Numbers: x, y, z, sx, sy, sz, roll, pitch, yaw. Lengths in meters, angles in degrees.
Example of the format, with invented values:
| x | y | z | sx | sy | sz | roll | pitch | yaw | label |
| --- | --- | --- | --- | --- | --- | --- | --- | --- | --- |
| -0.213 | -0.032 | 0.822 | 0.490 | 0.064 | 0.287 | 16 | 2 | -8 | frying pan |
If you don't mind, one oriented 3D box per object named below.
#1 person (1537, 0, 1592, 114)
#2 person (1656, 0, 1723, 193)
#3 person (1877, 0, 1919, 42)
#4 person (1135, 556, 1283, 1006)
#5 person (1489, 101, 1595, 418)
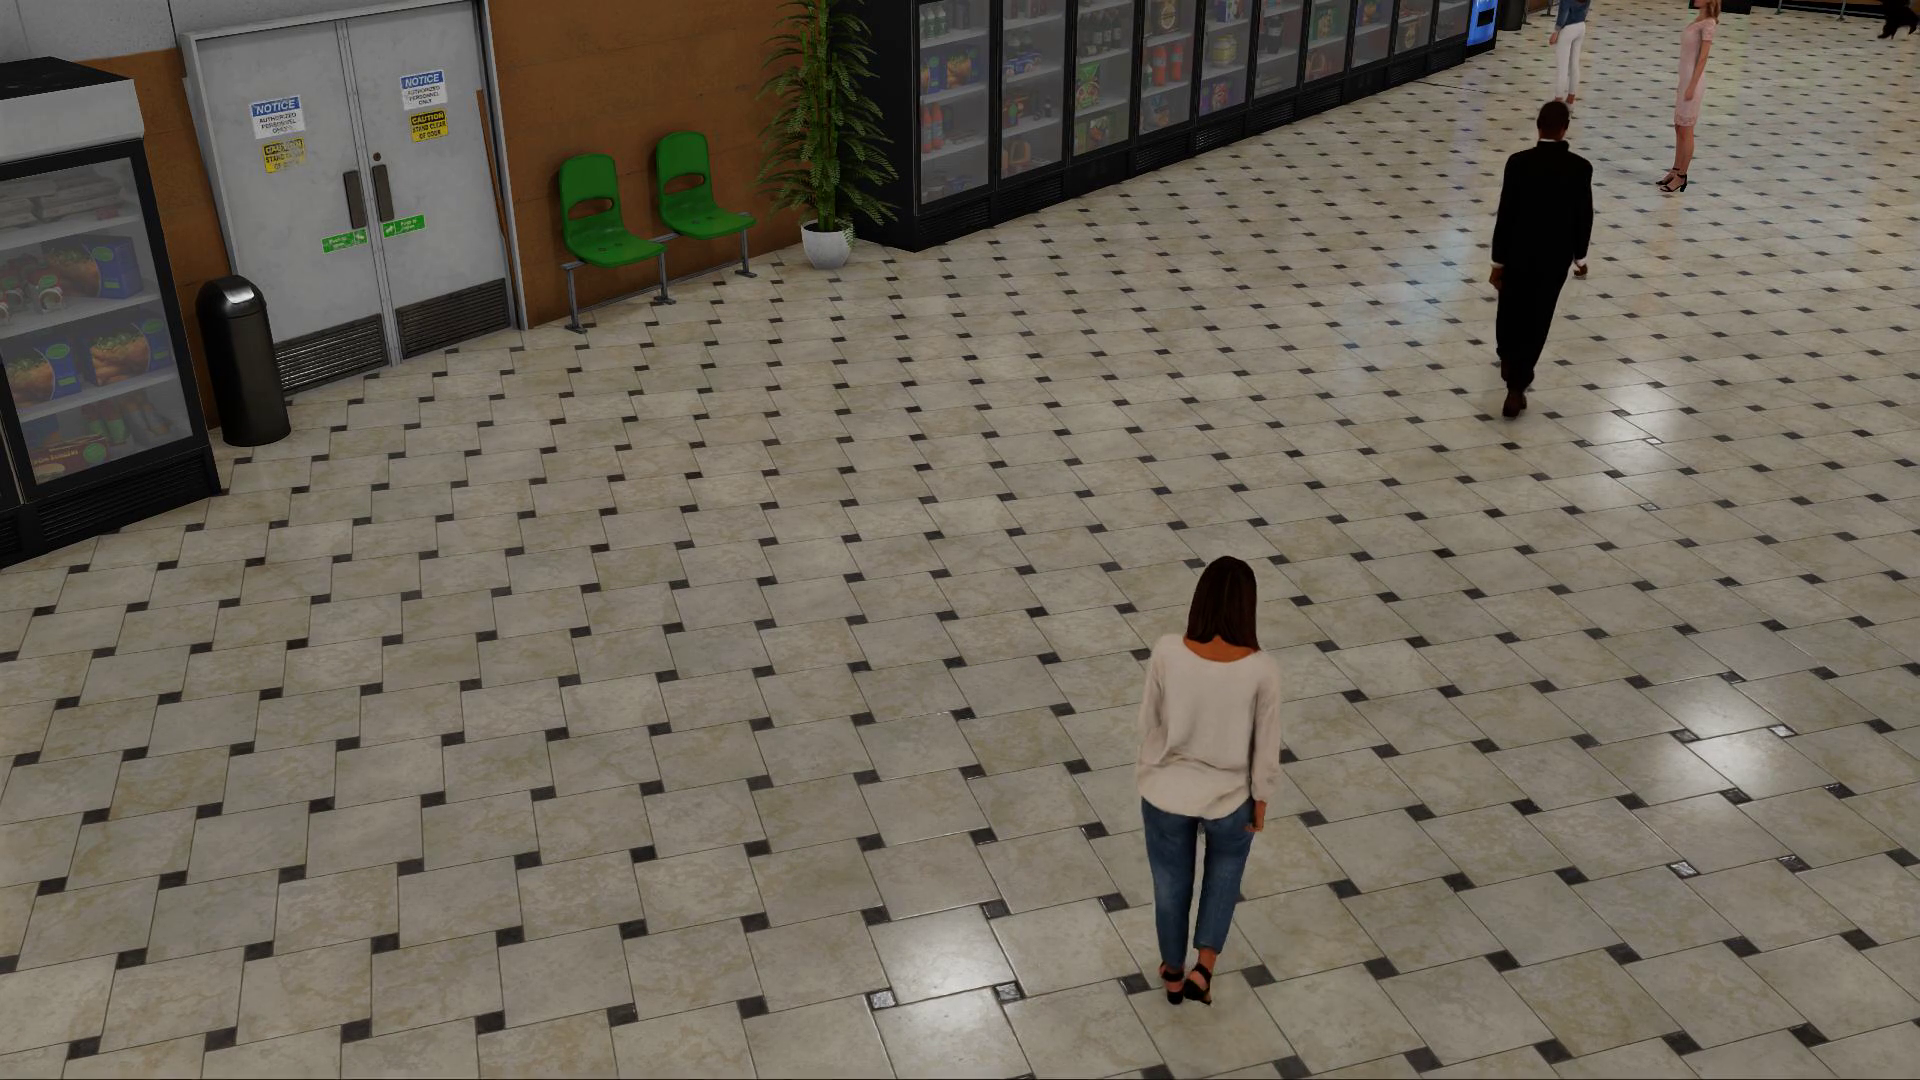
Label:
| x | y | z | sx | sy | sz | roll | pitch | yaw | label |
| --- | --- | --- | --- | --- | --- | --- | --- | --- | --- |
| 6.460 | -5.365 | 17.559 | 0.667 | 1.703 | 0.611 | -17 | 31 | -30 | person |
| 6.502 | -4.020 | 14.766 | 0.650 | 1.830 | 0.643 | 5 | 27 | 10 | person |
| 12.162 | -7.247 | 21.226 | 0.700 | 1.743 | 0.821 | -24 | 35 | -38 | person |
| 0.757 | 0.856 | 5.327 | 0.746 | 1.670 | 0.822 | 7 | 28 | 14 | person |
| 3.477 | -1.654 | 10.064 | 1.160 | 1.864 | 0.907 | 14 | 30 | 25 | person |
